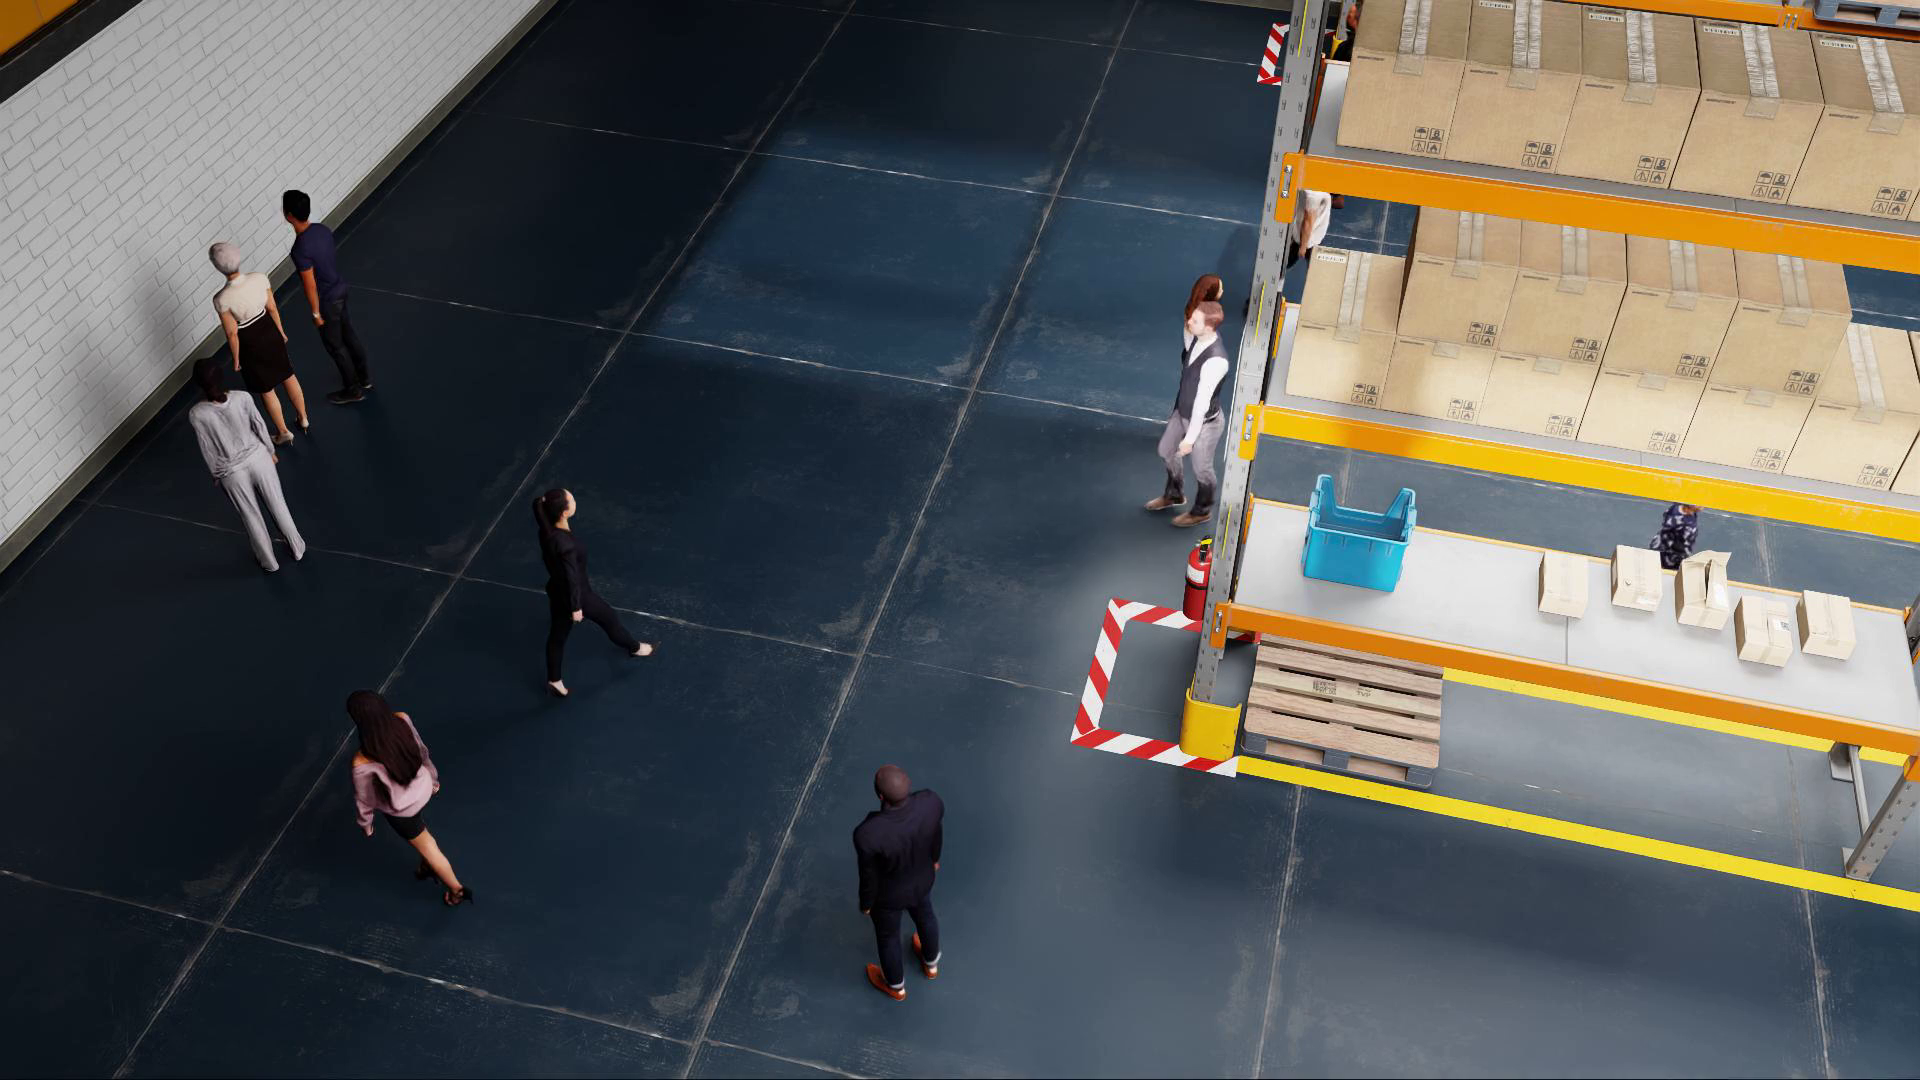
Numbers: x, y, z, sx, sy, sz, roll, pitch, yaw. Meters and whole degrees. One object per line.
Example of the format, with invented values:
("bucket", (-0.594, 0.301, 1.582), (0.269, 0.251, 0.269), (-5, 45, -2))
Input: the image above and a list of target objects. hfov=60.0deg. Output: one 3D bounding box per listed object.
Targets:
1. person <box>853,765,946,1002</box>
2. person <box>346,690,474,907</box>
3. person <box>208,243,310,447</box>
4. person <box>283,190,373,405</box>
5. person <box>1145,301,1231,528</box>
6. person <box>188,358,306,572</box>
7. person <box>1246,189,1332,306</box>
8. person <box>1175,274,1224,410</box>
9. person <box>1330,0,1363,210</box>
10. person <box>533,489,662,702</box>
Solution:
("person", (-0.318, 1.824, 8.860), (0.787, 1.818, 0.818), (-27, 50, -26))
("person", (-2.986, 1.490, 9.230), (0.725, 1.791, 0.697), (16, 46, 16))
("person", (-5.188, -1.423, 12.343), (0.650, 1.715, 0.700), (26, 49, 24))
("person", (-4.835, -1.856, 12.749), (0.611, 1.781, 0.703), (-1, 44, -1))
("person", (1.754, -0.863, 11.603), (0.841, 1.923, 0.800), (-9, 44, -9))
("person", (-4.883, -0.506, 11.338), (0.675, 1.774, 0.720), (-25, 49, -24))
("person", (2.743, -2.525, 13.520), (1.139, 1.686, 0.808), (2, 44, 2))
("person", (1.758, -1.350, 12.433), (0.567, 1.484, 0.583), (-1, 44, -1))
("person", (3.432, -3.862, 14.765), (0.644, 1.904, 0.714), (16, 46, 16))
("person", (-2.513, 0.394, 10.472), (1.060, 1.664, 1.052), (-26, 49, -25))
